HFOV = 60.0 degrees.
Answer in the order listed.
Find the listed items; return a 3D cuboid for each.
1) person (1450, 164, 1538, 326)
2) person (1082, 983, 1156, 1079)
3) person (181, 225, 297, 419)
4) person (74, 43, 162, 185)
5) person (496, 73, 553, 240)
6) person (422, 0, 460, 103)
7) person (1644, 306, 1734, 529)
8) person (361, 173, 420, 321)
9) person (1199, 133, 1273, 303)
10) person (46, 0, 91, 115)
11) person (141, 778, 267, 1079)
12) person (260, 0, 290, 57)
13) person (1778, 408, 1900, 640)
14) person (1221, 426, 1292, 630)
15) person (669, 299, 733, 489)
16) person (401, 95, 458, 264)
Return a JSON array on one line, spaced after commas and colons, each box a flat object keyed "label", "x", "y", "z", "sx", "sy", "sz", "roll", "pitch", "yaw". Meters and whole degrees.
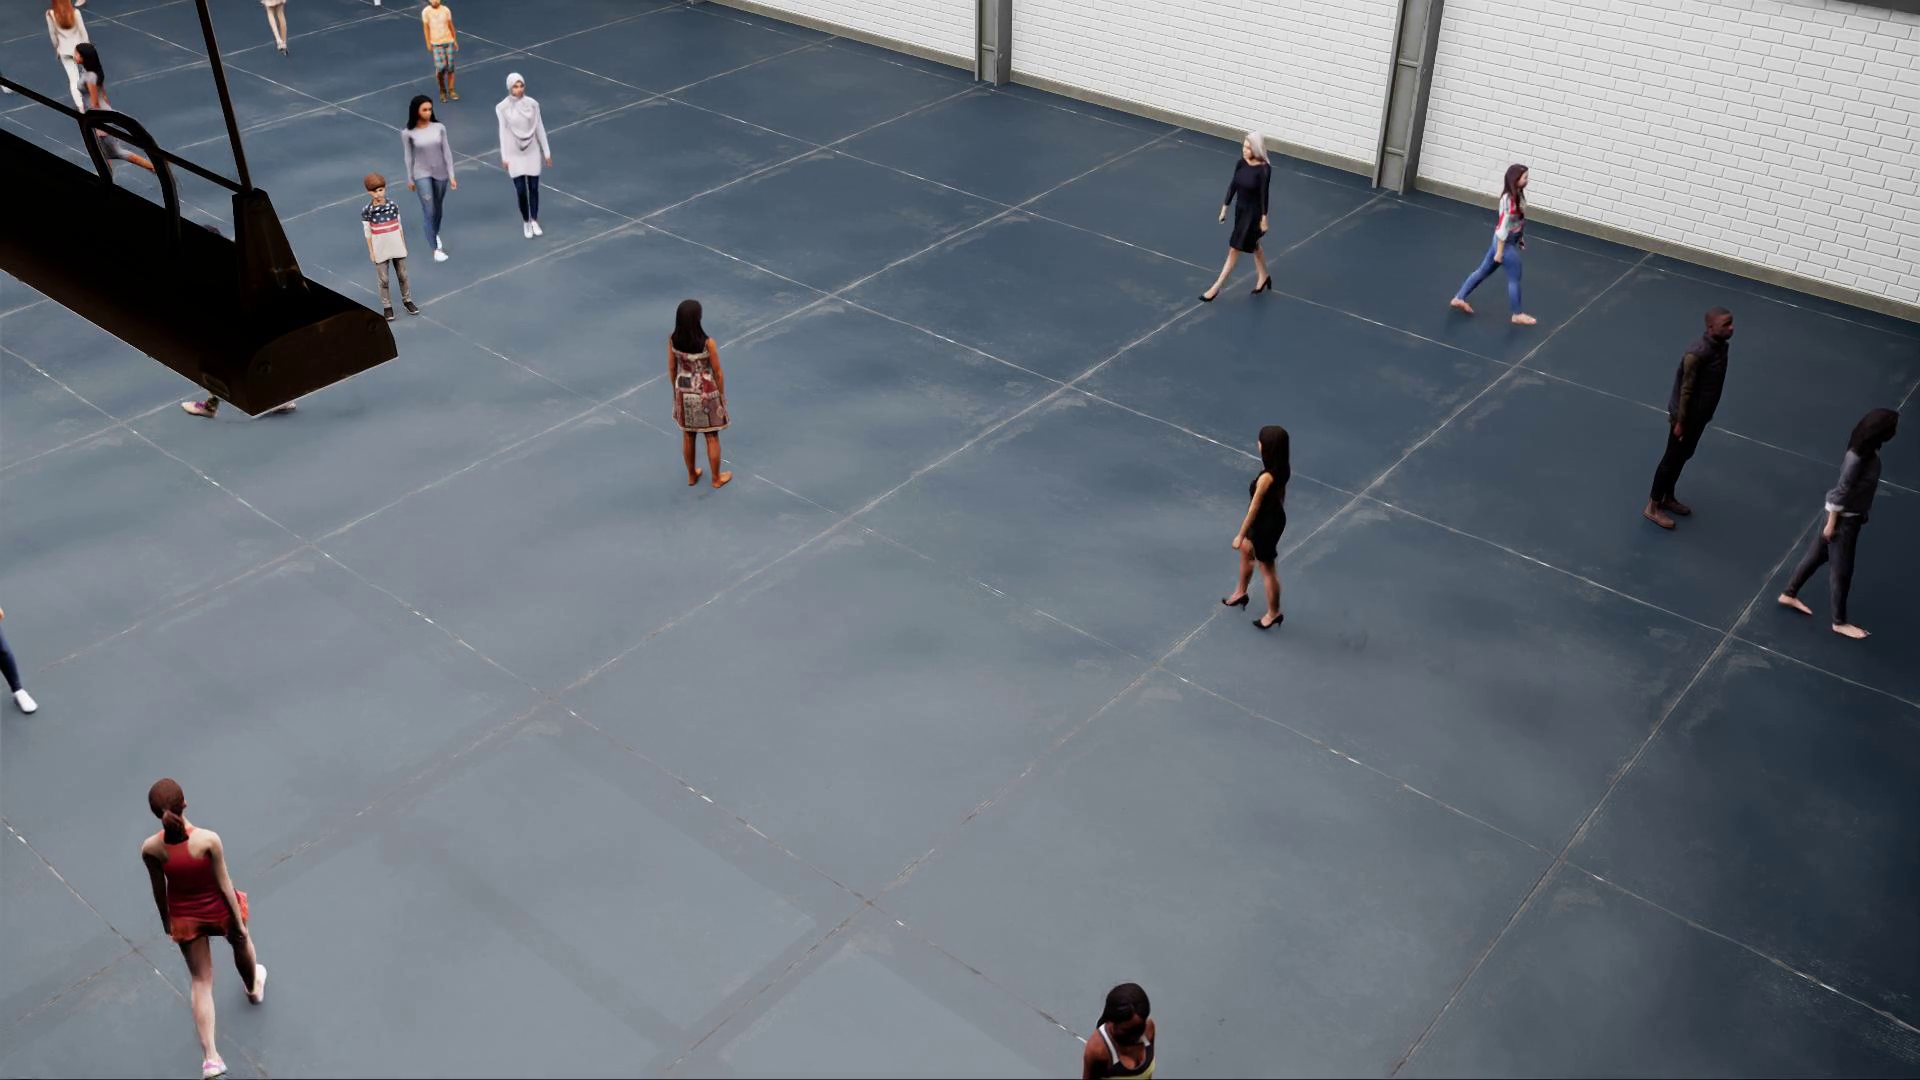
[{"label": "person", "x": 5.171, "y": -2.854, "z": 16.043, "sx": 1.145, "sy": 1.574, "sz": 0.831, "roll": 12, "pitch": 36, "yaw": 18}, {"label": "person", "x": 0.695, "y": 2.636, "z": 7.621, "sx": 0.622, "sy": 1.754, "sz": 0.596, "roll": -20, "pitch": 38, "yaw": -27}, {"label": "person", "x": -6.187, "y": -1.850, "z": 14.354, "sx": 1.205, "sy": 1.771, "sz": 1.192, "roll": -6, "pitch": 34, "yaw": -9}, {"label": "person", "x": -9.456, "y": -4.649, "z": 18.582, "sx": 0.990, "sy": 1.753, "sz": 1.101, "roll": -12, "pitch": 36, "yaw": -18}, {"label": "person", "x": -4.684, "y": -4.139, "z": 17.799, "sx": 0.742, "sy": 1.769, "sz": 0.742, "roll": -15, "pitch": 36, "yaw": -21}, {"label": "person", "x": -6.731, "y": -6.449, "z": 21.563, "sx": 0.604, "sy": 1.451, "sz": 0.640, "roll": -18, "pitch": 37, "yaw": -24}, {"label": "person", "x": 5.709, "y": -0.982, "z": 12.990, "sx": 0.713, "sy": 1.835, "sz": 0.592, "roll": -28, "pitch": 43, "yaw": -35}, {"label": "person", "x": -5.579, "y": -2.872, "z": 16.191, "sx": 0.565, "sy": 1.439, "sz": 0.561, "roll": -21, "pitch": 39, "yaw": -28}, {"label": "person", "x": 2.900, "y": -3.169, "z": 16.400, "sx": 0.936, "sy": 1.703, "sz": 1.168, "roll": -19, "pitch": 38, "yaw": -26}, {"label": "person", "x": -11.058, "y": -6.028, "z": 20.731, "sx": 1.027, "sy": 1.670, "sz": 1.204, "roll": -8, "pitch": 34, "yaw": -12}, {"label": "person", "x": -3.917, "y": 2.010, "z": 8.593, "sx": 1.018, "sy": 1.720, "sz": 1.178, "roll": -9, "pitch": 35, "yaw": -13}, {"label": "person", "x": -9.493, "y": -7.562, "z": 22.988, "sx": 0.671, "sy": 1.725, "sz": 0.709, "roll": -13, "pitch": 36, "yaw": -19}, {"label": "person", "x": 6.224, "y": -0.187, "z": 11.876, "sx": 0.878, "sy": 1.745, "sz": 0.626, "roll": 24, "pitch": 41, "yaw": 32}, {"label": "person", "x": 2.247, "y": -0.043, "z": 11.760, "sx": 0.793, "sy": 1.633, "sz": 0.671, "roll": 14, "pitch": 36, "yaw": 20}, {"label": "person", "x": -2.131, "y": -1.186, "z": 13.469, "sx": 0.629, "sy": 1.644, "sz": 0.783, "roll": 8, "pitch": 34, "yaw": 12}, {"label": "person", "x": -5.542, "y": -3.810, "z": 17.366, "sx": 0.804, "sy": 1.701, "sz": 1.136, "roll": -18, "pitch": 38, "yaw": -25}]
